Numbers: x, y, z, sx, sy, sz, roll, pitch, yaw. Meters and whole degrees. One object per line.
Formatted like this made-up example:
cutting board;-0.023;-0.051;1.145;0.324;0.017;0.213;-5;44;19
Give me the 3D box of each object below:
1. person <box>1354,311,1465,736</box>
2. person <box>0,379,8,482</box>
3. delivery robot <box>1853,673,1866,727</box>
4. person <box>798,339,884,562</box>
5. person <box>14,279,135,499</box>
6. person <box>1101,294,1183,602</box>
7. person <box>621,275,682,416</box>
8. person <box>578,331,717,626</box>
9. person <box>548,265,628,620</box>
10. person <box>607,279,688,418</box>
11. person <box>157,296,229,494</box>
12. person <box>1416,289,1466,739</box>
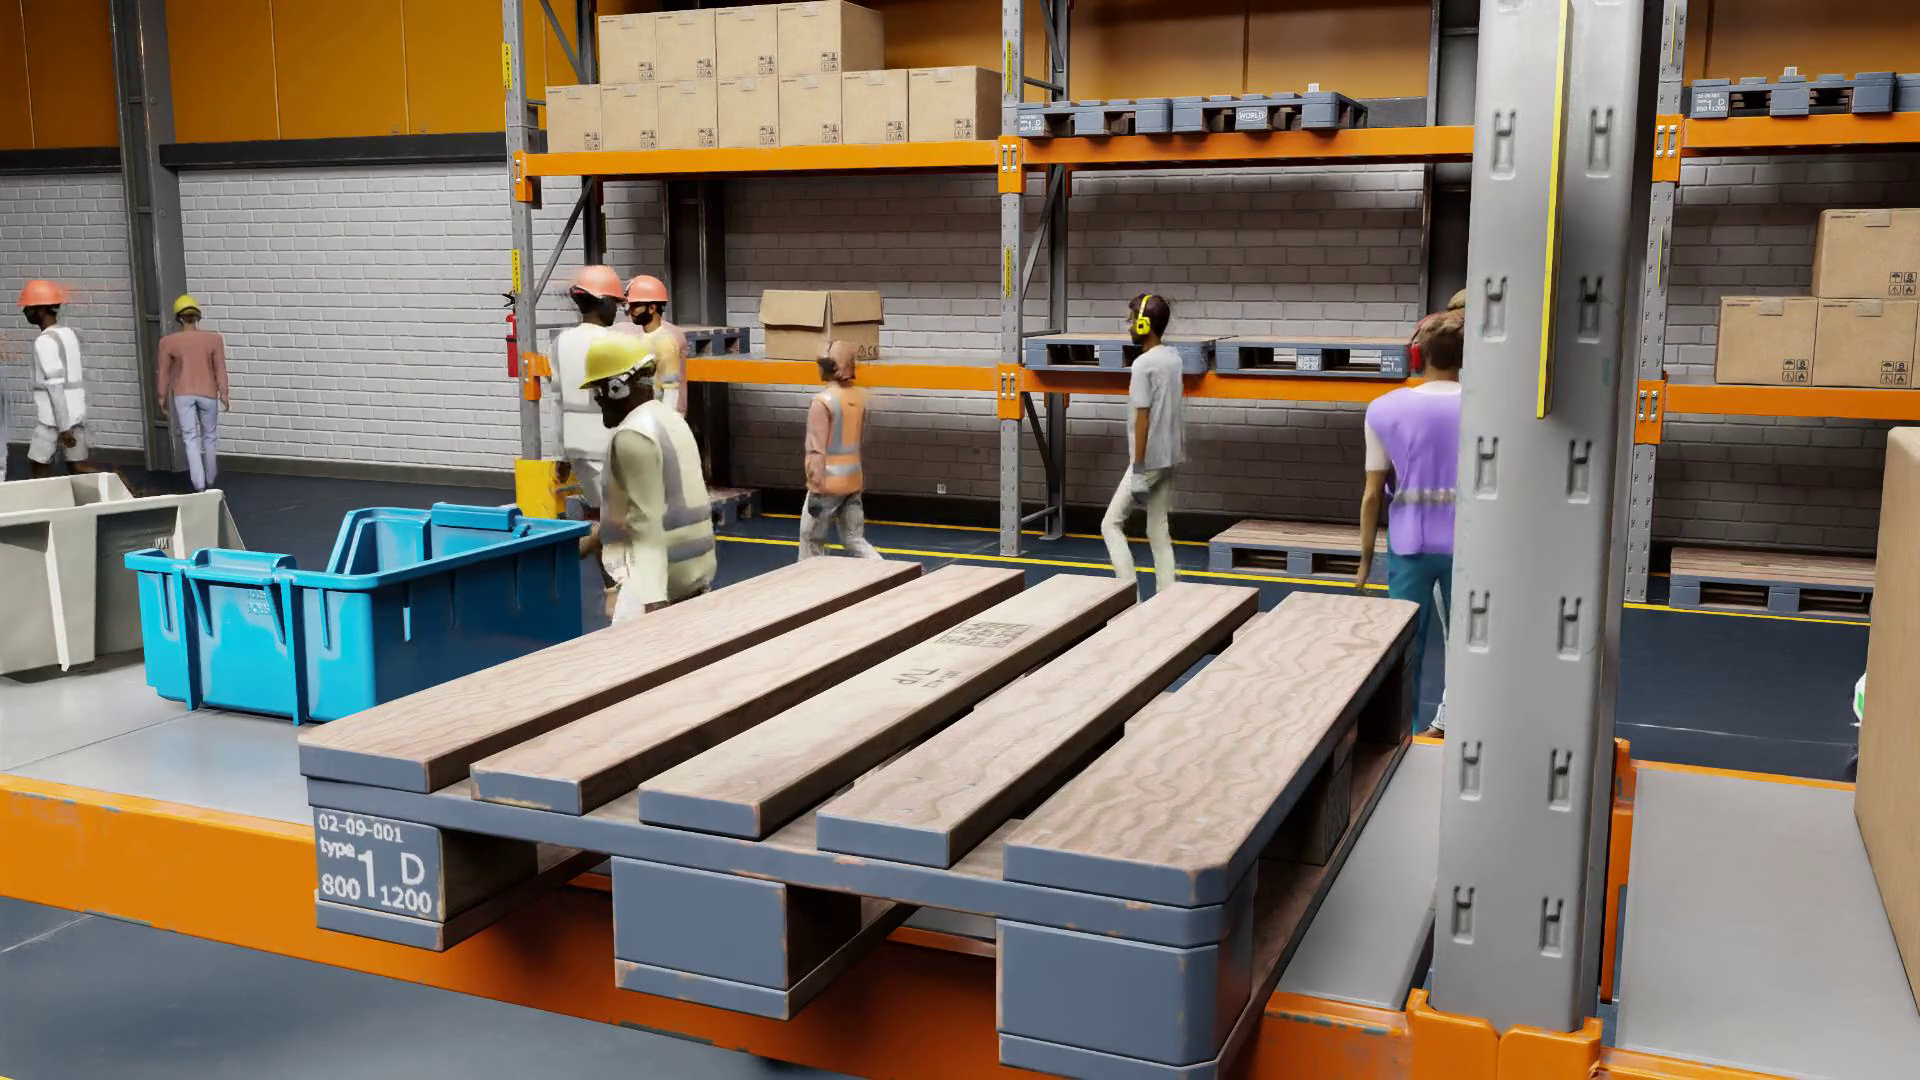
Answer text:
person;1.817;0.056;6.336;0.584;1.846;0.386;2;10;10
person;-6.023;-0.505;10.355;0.653;1.612;0.511;-1;10;-5
delivery robot;3.772;0.663;6.263;0.707;0.478;0.477;7;12;36
person;-0.645;-0.286;9.067;0.736;1.615;0.528;5;11;26
person;-6.309;-0.892;11.810;0.834;1.916;0.539;-1;10;-6
person;0.981;-0.415;9.123;0.544;1.853;0.530;7;12;36
person;-1.992;-0.738;10.798;0.365;1.939;0.542;-4;10;-25
person;-1.146;0.134;6.076;0.936;1.771;0.633;2;10;9
person;-2.082;-0.507;9.202;0.642;2.015;0.788;8;12;39
person;-2.187;-0.829;11.429;0.641;1.913;0.408;-6;11;-31
person;-6.645;-1.240;14.401;0.547;1.728;0.746;-6;11;-32
person;2.029;-0.039;6.616;0.365;1.938;0.636;-1;10;-8
